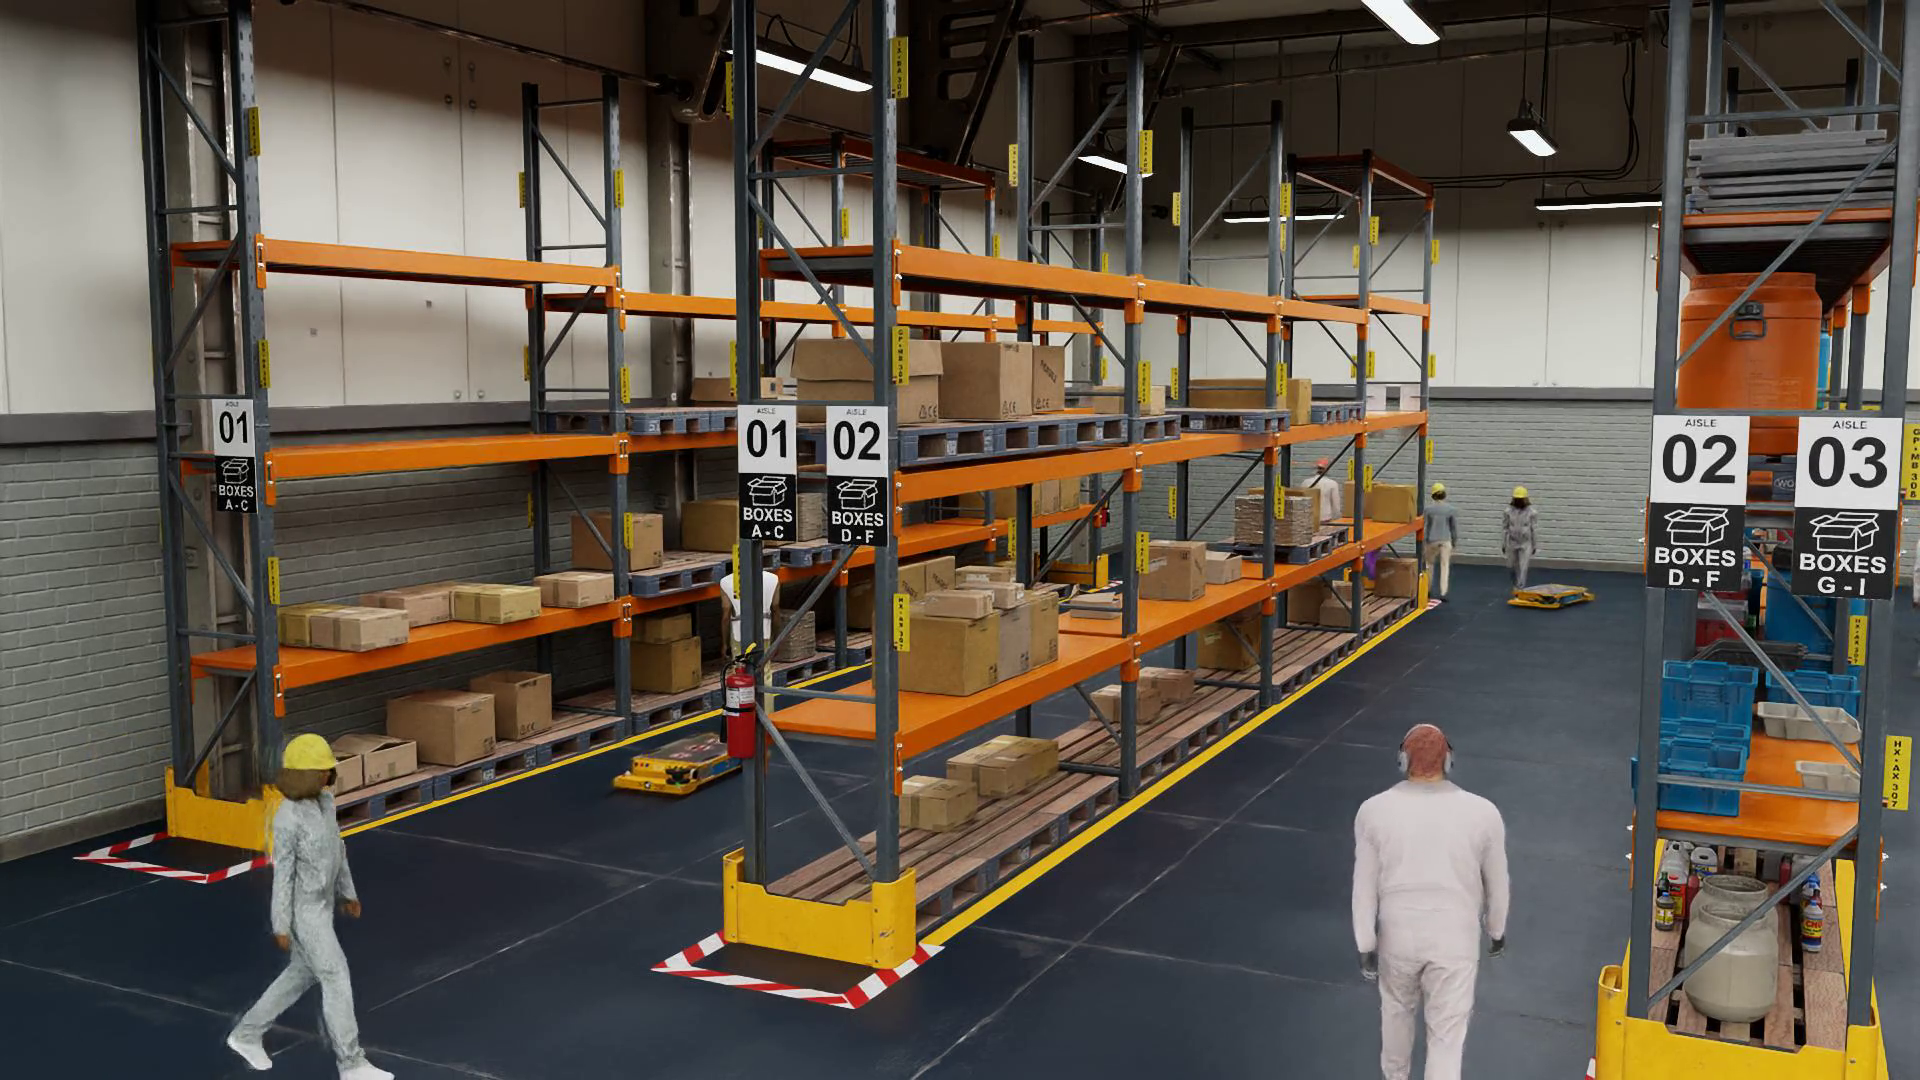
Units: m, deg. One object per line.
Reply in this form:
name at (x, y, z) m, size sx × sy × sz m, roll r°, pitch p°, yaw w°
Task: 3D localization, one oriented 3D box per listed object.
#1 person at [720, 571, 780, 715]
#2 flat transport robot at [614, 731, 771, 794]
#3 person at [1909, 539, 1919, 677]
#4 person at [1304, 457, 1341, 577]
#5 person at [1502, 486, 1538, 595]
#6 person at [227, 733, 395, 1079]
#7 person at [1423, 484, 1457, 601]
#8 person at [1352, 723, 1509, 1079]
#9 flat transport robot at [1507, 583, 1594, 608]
person at (-1.934, 0.931, 15.369) m, size 0.567 × 1.847 × 0.389 m, roll -2°, pitch 6°, yaw -21°
flat transport robot at (-2.224, 1.854, 13.971) m, size 0.652 × 0.197 × 1.431 m, roll 3°, pitch 6°, yaw 23°
person at (10.800, 0.609, 18.323) m, size 0.337 × 1.882 × 0.584 m, roll -4°, pitch 7°, yaw -36°
person at (6.044, -0.385, 27.555) m, size 0.642 × 1.964 × 0.679 m, roll 5°, pitch 8°, yaw 41°
person at (8.240, 0.052, 24.471) m, size 0.495 × 1.725 × 0.554 m, roll 3°, pitch 7°, yaw 26°
person at (-3.165, 1.758, 7.994) m, size 0.823 × 1.710 × 0.487 m, roll 0°, pitch 6°, yaw 0°
person at (7.116, 0.027, 24.758) m, size 0.542 × 1.720 × 0.841 m, roll 0°, pitch 6°, yaw 4°
person at (2.101, 1.746, 7.441) m, size 0.660 × 1.852 × 1.010 m, roll 2°, pitch 6°, yaw 19°
flat transport robot at (8.588, 0.807, 24.154) m, size 0.652 × 0.197 × 1.431 m, roll 6°, pitch 8°, yaw 44°
